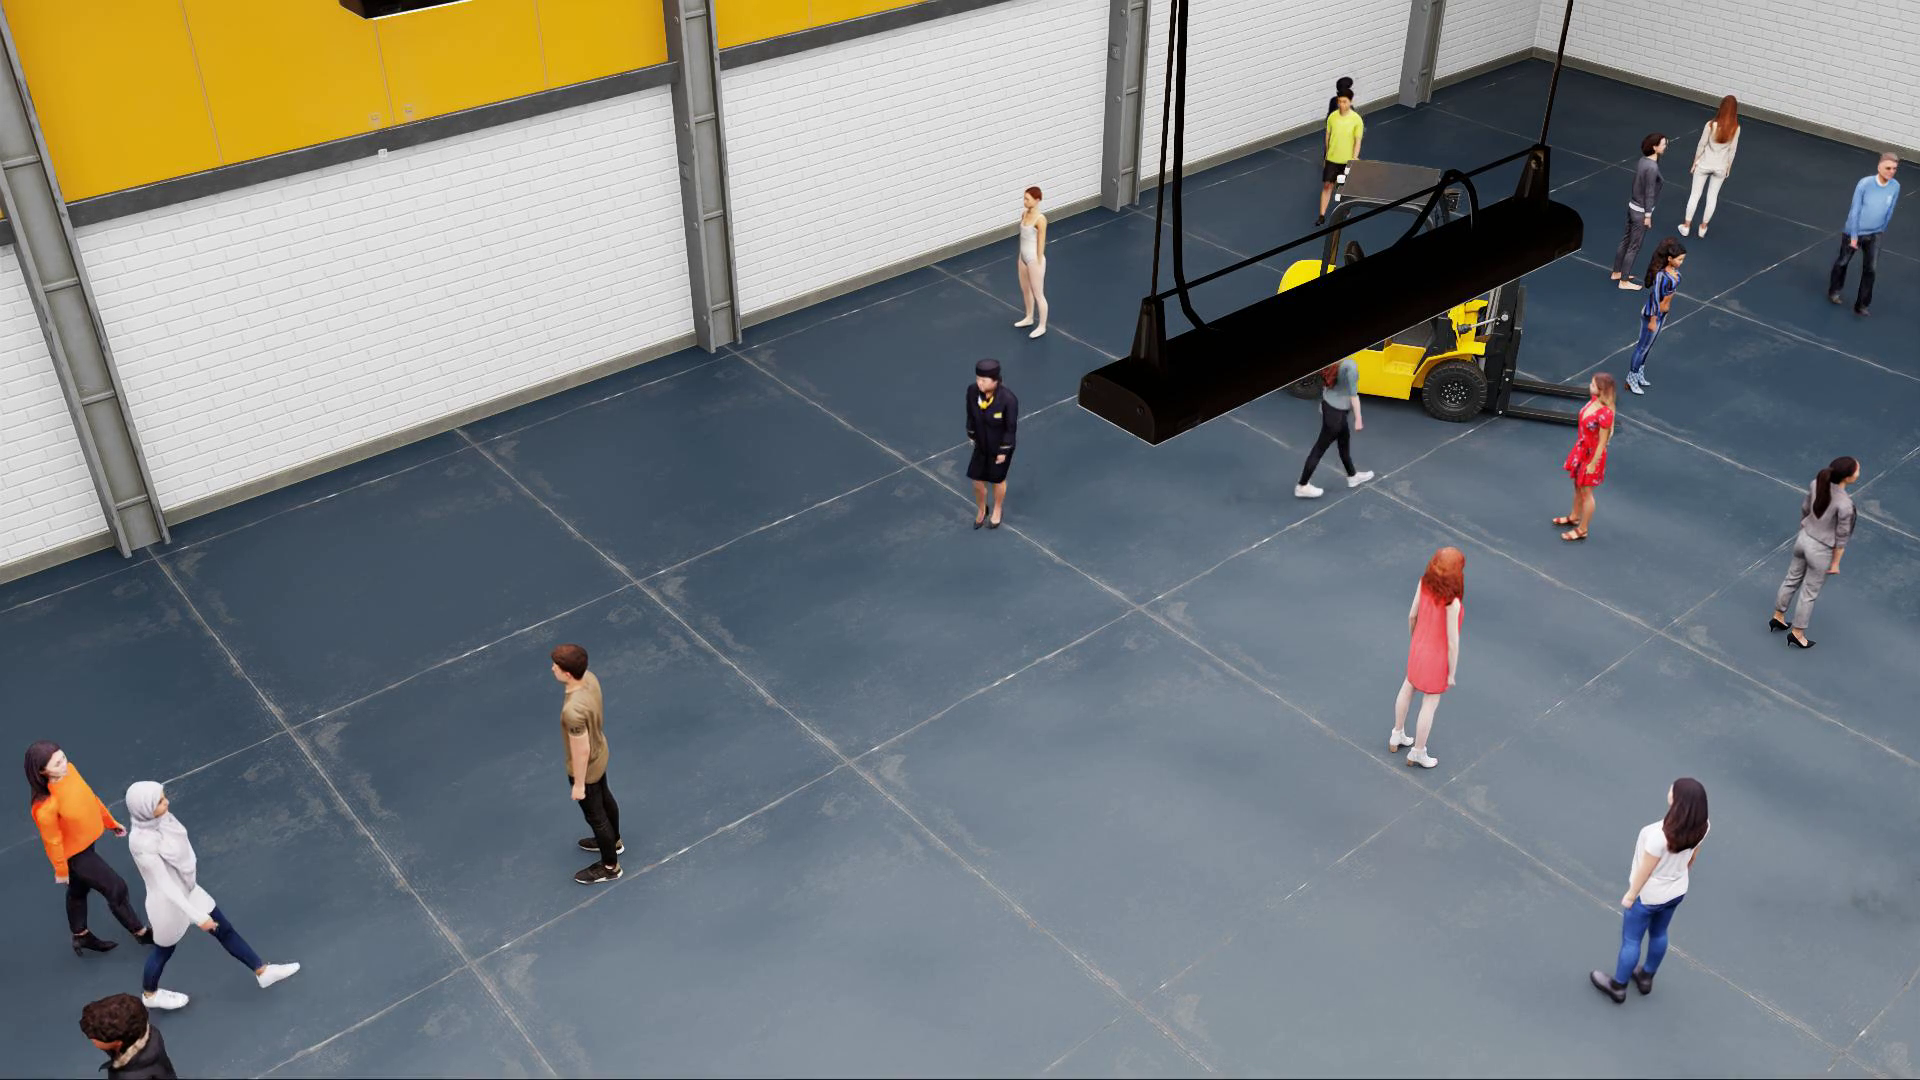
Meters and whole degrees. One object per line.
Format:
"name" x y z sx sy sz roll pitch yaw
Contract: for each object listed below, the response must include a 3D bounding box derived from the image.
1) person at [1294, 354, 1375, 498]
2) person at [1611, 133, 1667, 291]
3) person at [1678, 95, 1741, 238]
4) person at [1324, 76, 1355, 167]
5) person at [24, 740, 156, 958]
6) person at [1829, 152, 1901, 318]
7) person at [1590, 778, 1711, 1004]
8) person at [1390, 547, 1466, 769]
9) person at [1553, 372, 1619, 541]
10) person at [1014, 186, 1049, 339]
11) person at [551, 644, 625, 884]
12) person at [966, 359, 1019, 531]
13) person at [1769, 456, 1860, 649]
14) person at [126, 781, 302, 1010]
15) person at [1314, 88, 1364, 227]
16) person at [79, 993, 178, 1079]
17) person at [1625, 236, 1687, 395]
"person" 3.249 -1.109 14.761 1.100 1.707 0.924 -5 34 -8
"person" 7.601 -3.689 18.589 0.729 1.767 0.686 0 34 1
"person" 8.934 -4.433 19.756 0.695 1.713 0.738 7 34 10
"person" 4.935 -5.429 21.701 0.524 1.221 0.534 28 43 36
"person" -5.501 1.919 10.190 0.968 1.725 0.826 -8 34 -12
"person" 9.818 -3.404 18.149 1.039 1.778 1.111 4 34 5
"person" 4.173 2.114 9.937 0.549 1.681 0.709 -15 36 -21
"person" 3.314 0.822 11.747 0.591 1.827 0.650 -14 36 -20
"person" 5.422 -0.730 14.295 0.715 1.592 0.659 2 34 3
"person" 0.771 -2.963 17.611 0.505 1.641 0.573 -19 38 -26
"person" -2.420 1.434 10.805 0.771 1.852 0.749 -2 34 -3
"person" 0.329 -0.843 14.408 0.797 1.656 0.815 17 37 24
"person" 6.686 0.080 12.999 0.733 1.678 0.715 -7 34 -11
"person" -4.732 2.167 9.818 1.232 1.723 1.068 -3 34 -4
"person" 4.654 -4.642 20.122 0.930 1.657 1.196 14 36 21
"person" -4.034 2.973 8.597 1.151 1.732 0.877 -12 35 -17
"person" 6.909 -2.242 16.537 0.708 1.628 0.552 23 40 31
